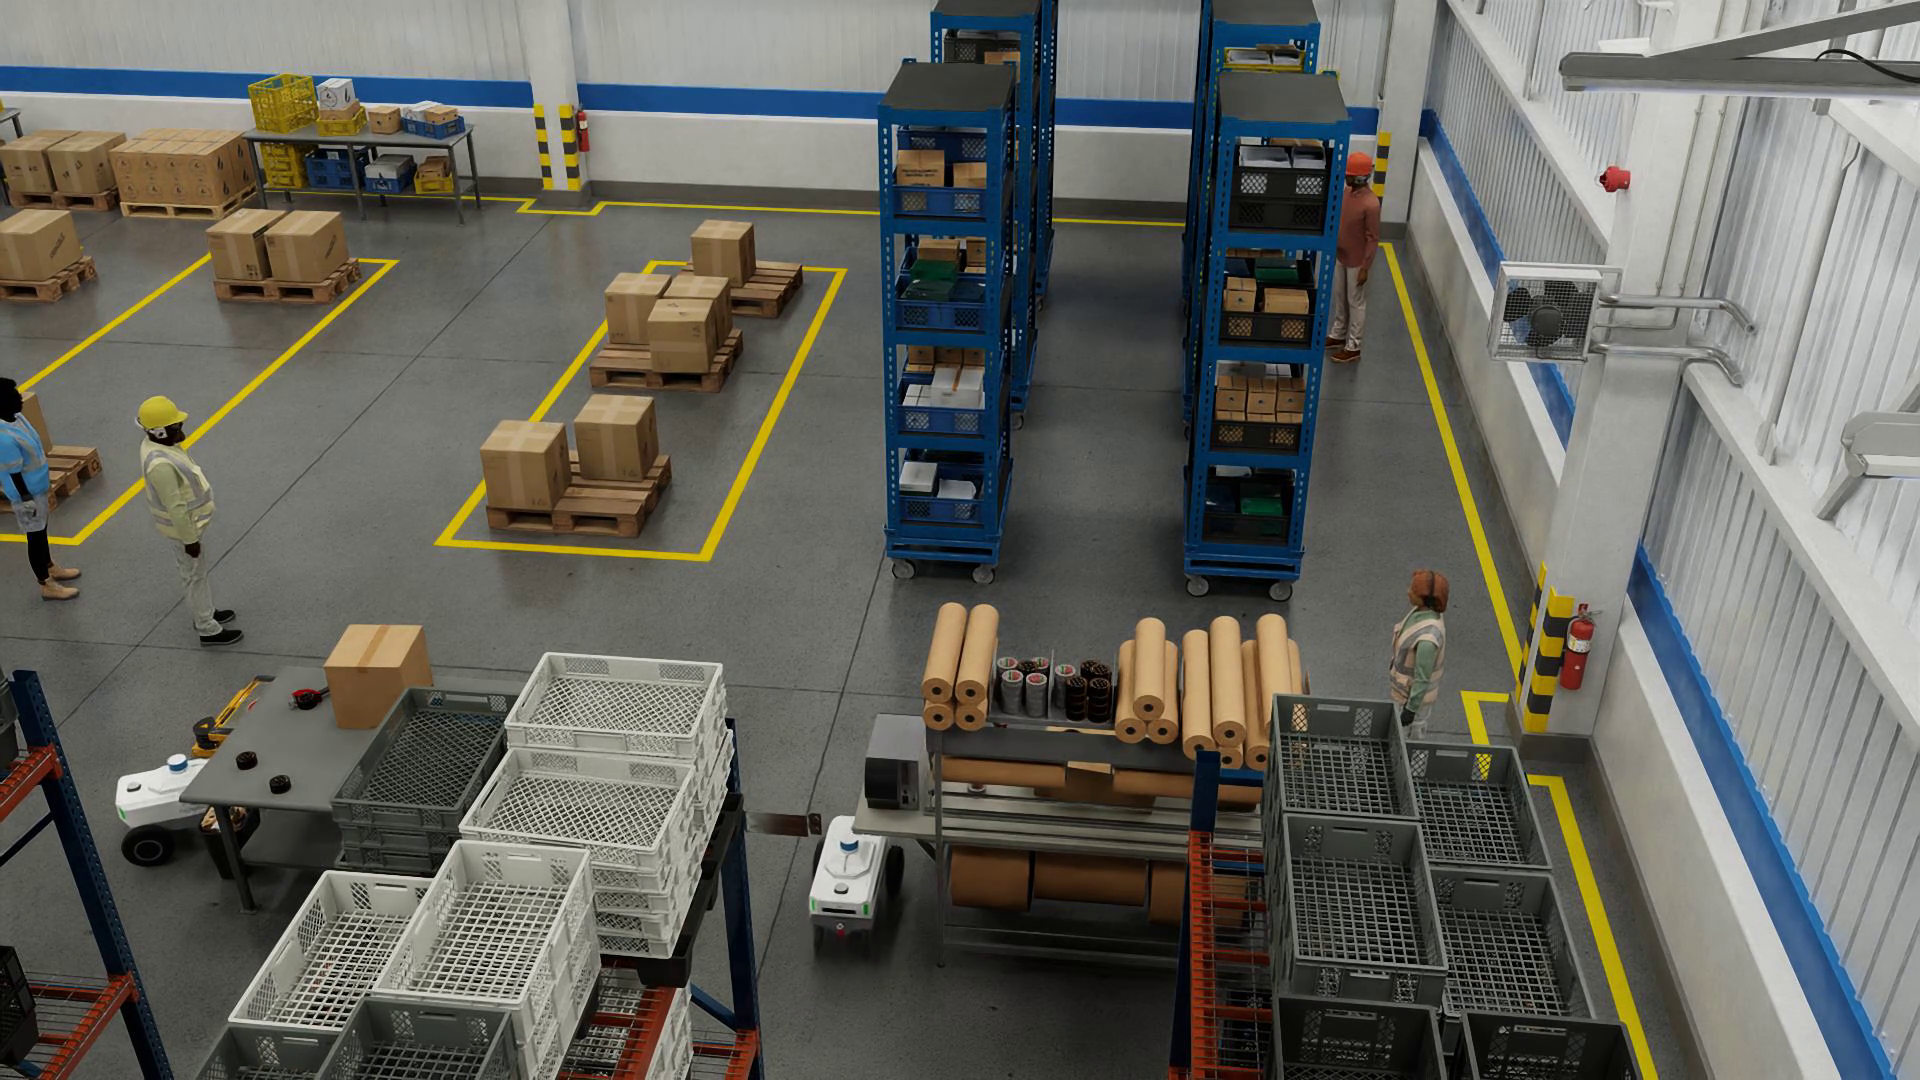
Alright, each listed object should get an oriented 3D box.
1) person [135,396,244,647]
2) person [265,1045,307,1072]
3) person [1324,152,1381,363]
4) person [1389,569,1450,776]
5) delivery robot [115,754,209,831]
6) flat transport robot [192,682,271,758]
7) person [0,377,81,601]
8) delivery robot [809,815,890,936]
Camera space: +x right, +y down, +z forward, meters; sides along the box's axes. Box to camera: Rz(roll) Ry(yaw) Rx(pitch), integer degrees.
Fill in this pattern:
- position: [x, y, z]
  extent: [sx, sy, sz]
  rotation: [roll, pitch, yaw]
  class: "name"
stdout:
- position: [-5.272, -0.138, 11.340]
  extent: [0.403, 1.835, 0.588]
  rotation: [-15, 33, -24]
  class: "person"
- position: [-2.438, 2.681, 6.406]
  extent: [0.627, 1.931, 0.362]
  rotation: [-23, 37, -34]
  class: "person"
- position: [3.633, -2.632, 15.469]
  extent: [0.392, 1.989, 0.618]
  rotation: [-8, 31, -13]
  class: "person"
- position: [2.660, 0.882, 9.775]
  extent: [0.307, 1.644, 0.514]
  rotation: [5, 31, 9]
  class: "person"
- position: [-4.532, 1.475, 9.743]
  extent: [0.707, 0.478, 0.477]
  rotation: [-10, 32, -17]
  class: "delivery robot"
- position: [-4.089, 1.163, 10.648]
  extent: [1.431, 0.197, 0.652]
  rotation: [3, 30, 6]
  class: "flat transport robot"
- position: [-6.645, -0.375, 11.882]
  extent: [0.316, 1.695, 0.541]
  rotation: [-11, 32, -18]
  class: "person"
- position: [-0.603, 1.824, 9.144]
  extent: [0.477, 0.478, 0.707]
  rotation: [3, 30, 6]
  class: "delivery robot"
